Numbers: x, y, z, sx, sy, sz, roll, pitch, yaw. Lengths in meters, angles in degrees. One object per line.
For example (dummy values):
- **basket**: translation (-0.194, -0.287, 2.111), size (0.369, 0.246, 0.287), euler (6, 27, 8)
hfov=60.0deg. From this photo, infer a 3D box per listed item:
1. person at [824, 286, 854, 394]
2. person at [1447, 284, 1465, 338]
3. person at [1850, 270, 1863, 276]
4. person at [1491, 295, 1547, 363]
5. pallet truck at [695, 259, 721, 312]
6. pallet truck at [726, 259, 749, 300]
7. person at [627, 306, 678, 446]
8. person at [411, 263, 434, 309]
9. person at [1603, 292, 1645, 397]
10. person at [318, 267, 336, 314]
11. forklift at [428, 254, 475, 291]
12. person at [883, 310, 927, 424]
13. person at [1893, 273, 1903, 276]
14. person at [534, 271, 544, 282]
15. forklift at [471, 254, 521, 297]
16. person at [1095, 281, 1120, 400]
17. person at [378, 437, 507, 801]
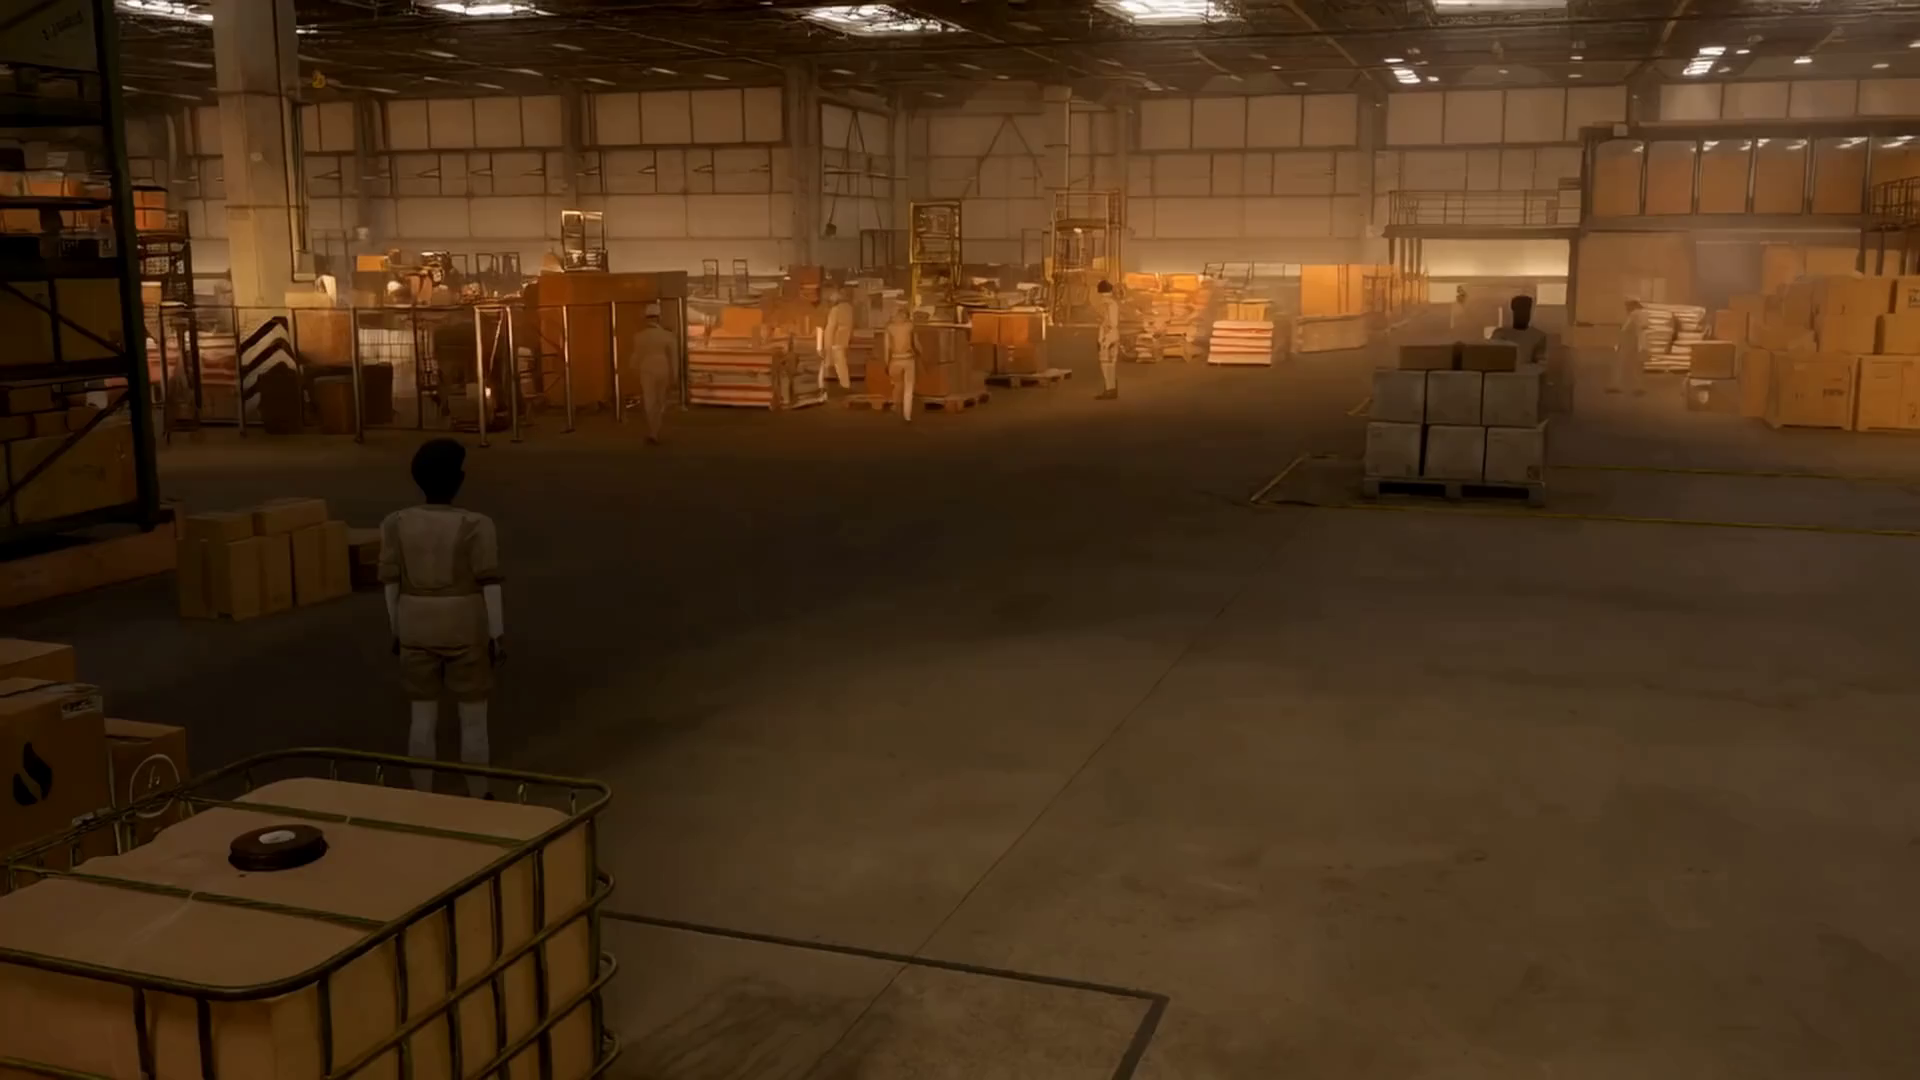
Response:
- **person**: translation (-2.101, -3.365, 28.050), size (0.683, 1.802, 0.622), euler (4, 11, 21)
- **person**: translation (8.708, -3.527, 28.897), size (0.529, 1.836, 0.941), euler (9, 14, 42)
- **person**: translation (19.588, -4.910, 36.333), size (0.977, 1.962, 0.615), euler (2, 10, 13)
- **person**: translation (6.072, -1.686, 18.161), size (0.603, 1.959, 0.375), euler (2, 10, 9)
- **pallet truck**: translation (-9.165, -9.627, 62.776), size (0.823, 1.965, 1.885), euler (4, 11, 23)
- **pallet truck**: translation (-7.986, -9.493, 62.019), size (0.823, 1.965, 1.885), euler (3, 11, 17)
- **person**: translation (-3.870, -2.065, 20.919), size (0.624, 1.722, 0.625), euler (-4, 11, -21)
- **person**: translation (-13.821, -6.094, 42.750), size (0.607, 2.044, 0.372), euler (2, 10, 11)
- **person**: translation (11.083, -3.246, 27.652), size (0.839, 1.710, 0.503), euler (9, 13, 40)
- **person**: translation (-17.662, -6.658, 46.360), size (0.395, 1.900, 0.645), euler (4, 11, 19)
- **forklift**: translation (-20.133, -10.254, 65.465), size (1.157, 1.987, 2.680), euler (3, 11, 19)
- **person**: translation (-0.783, -2.443, 23.458), size (0.581, 1.585, 0.863), euler (0, 10, 3)
- **person**: translation (22.115, -5.389, 39.401), size (0.504, 1.832, 0.402), euler (-5, 11, -24)
- **person**: translation (-9.769, -5.287, 38.616), size (0.725, 1.896, 0.578), euler (4, 11, 21)
- **forklift**: translation (-17.990, -10.121, 64.684), size (1.157, 1.987, 2.680), euler (3, 11, 17)
- **person**: translation (2.374, -3.230, 26.964), size (0.403, 1.928, 0.542), euler (6, 12, 32)
- **person**: translation (-2.184, 0.412, 7.083), size (0.541, 1.695, 0.316), euler (1, 10, 8)
